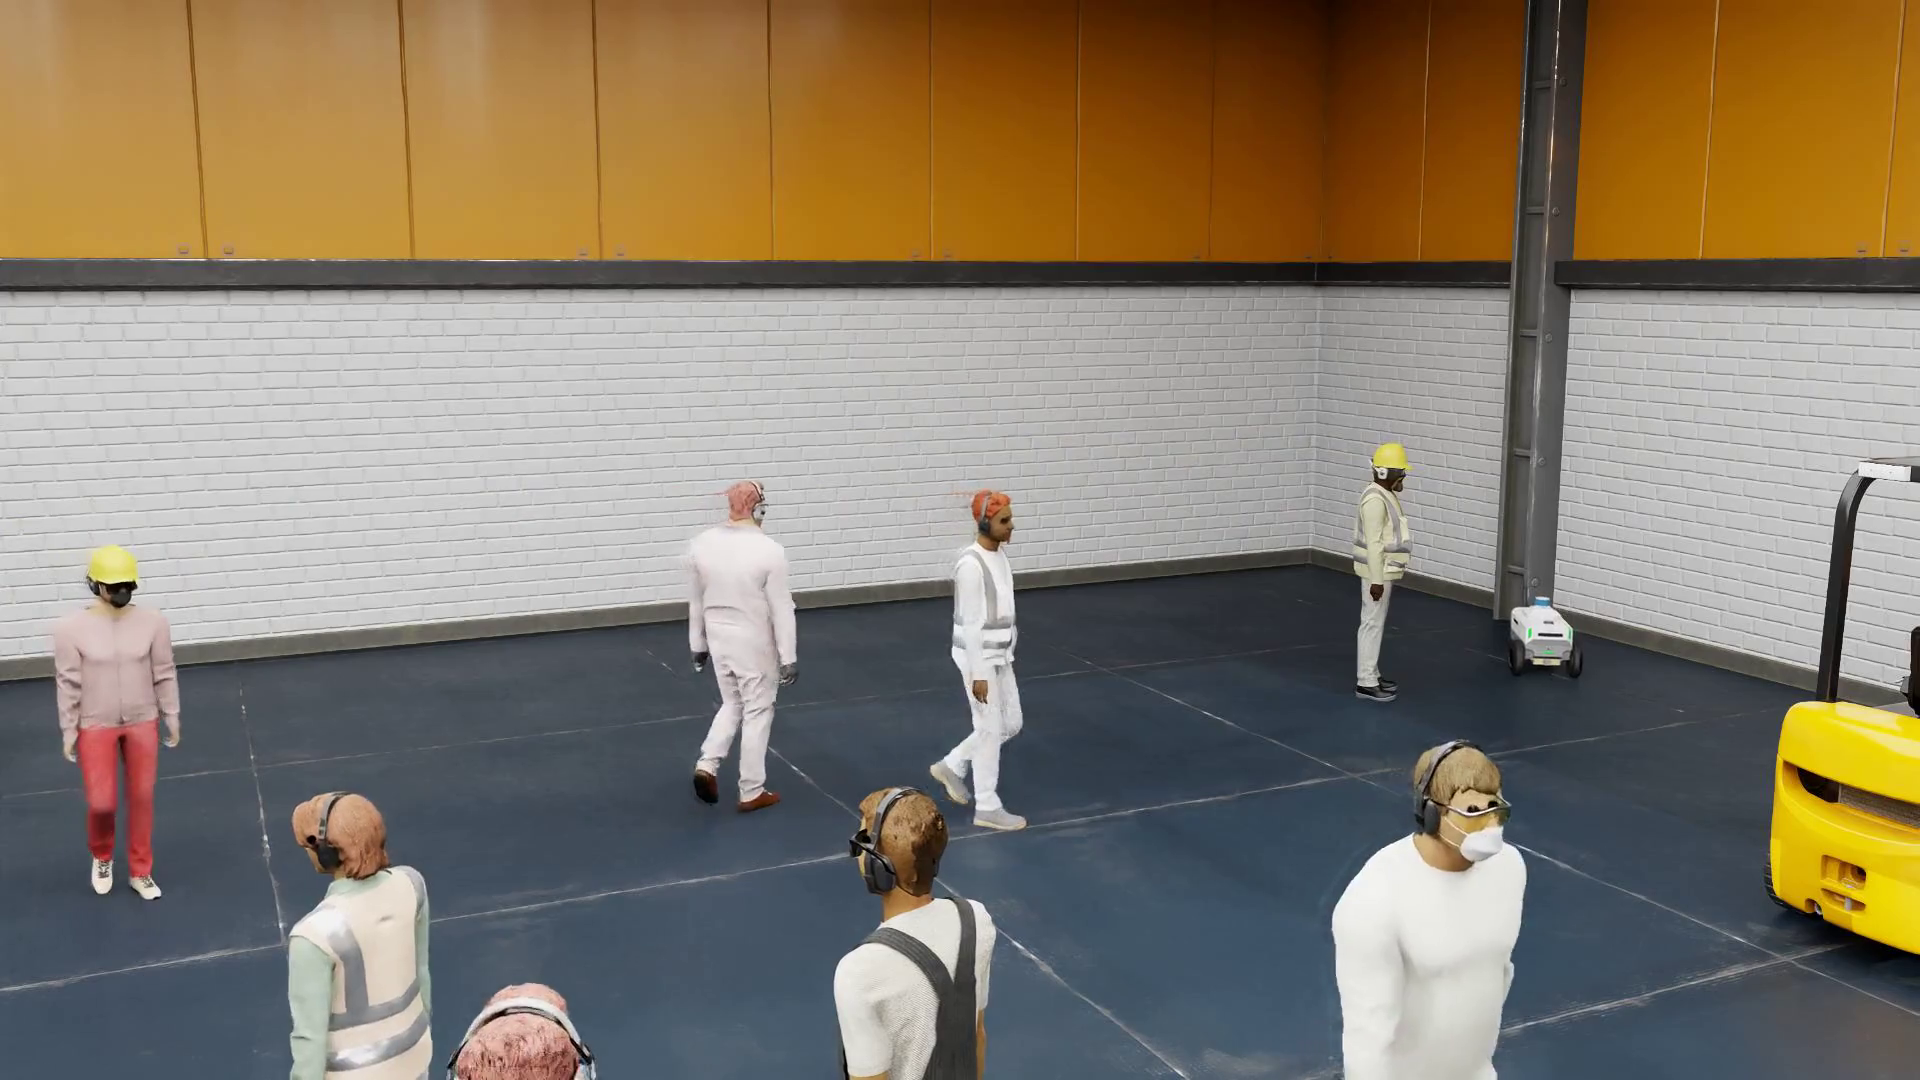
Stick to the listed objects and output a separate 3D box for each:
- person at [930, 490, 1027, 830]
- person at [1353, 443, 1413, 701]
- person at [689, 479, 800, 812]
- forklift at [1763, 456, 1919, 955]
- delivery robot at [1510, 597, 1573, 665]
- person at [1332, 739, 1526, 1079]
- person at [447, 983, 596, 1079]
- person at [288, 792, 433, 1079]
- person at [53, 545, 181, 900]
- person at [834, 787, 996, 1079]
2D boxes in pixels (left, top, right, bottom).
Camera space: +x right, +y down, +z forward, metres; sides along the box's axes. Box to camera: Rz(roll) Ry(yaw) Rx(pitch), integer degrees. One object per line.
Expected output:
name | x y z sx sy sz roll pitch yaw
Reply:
person | 0.106 0.650 9.064 0.516 1.868 0.584 4 10 23
person | 3.011 0.218 11.868 0.403 1.827 0.600 3 10 18
person | -1.216 0.605 9.299 0.677 1.888 0.464 6 11 33
forklift | 4.857 0.731 7.561 2.313 2.155 1.214 -4 10 -25
delivery robot | 4.427 0.678 12.668 0.477 0.478 0.707 1 9 8
person | 1.219 1.430 4.159 0.652 1.887 1.000 -5 10 -29
person | -0.679 1.678 2.731 0.653 1.870 0.947 -2 9 -10
person | -1.640 1.490 4.605 0.315 1.634 0.524 4 10 21
person | -4.007 0.886 7.960 0.538 1.750 0.366 -8 12 -42
person | -0.129 1.482 3.980 0.345 1.846 0.508 7 11 36
